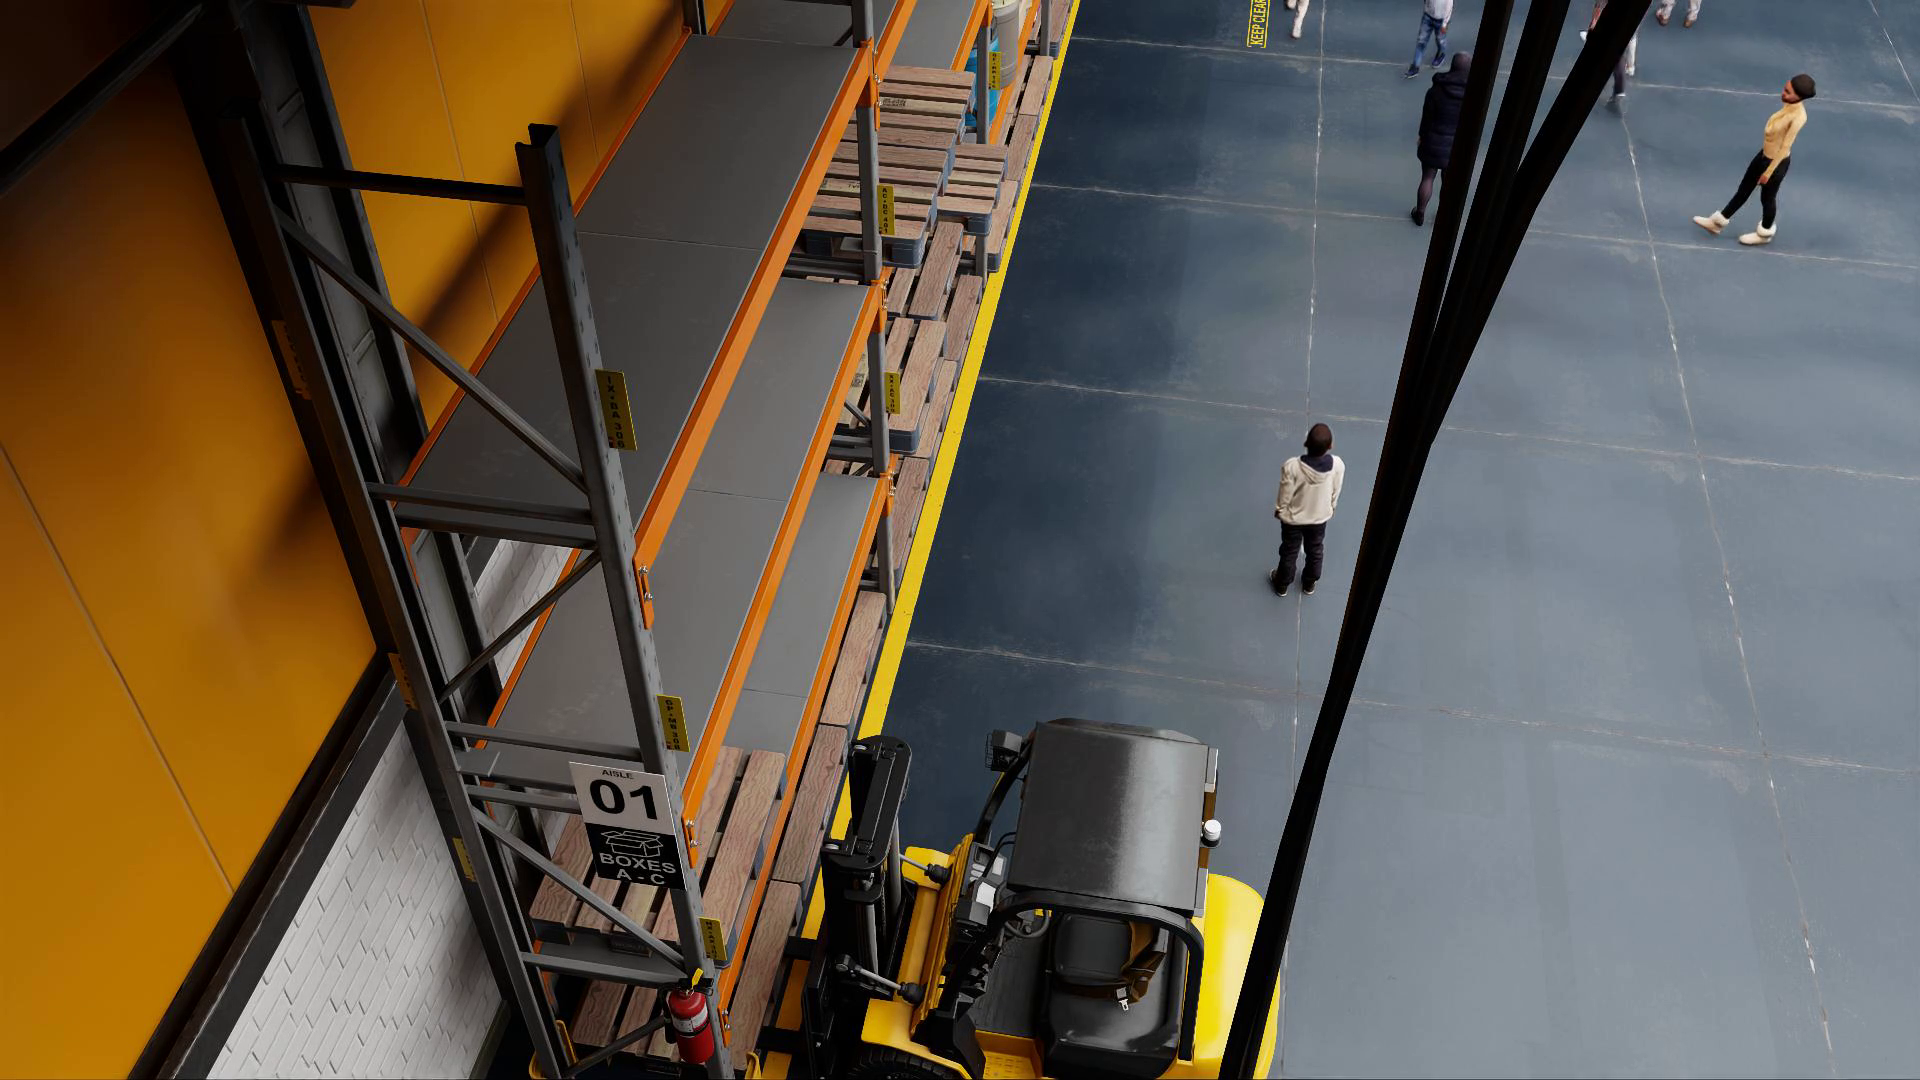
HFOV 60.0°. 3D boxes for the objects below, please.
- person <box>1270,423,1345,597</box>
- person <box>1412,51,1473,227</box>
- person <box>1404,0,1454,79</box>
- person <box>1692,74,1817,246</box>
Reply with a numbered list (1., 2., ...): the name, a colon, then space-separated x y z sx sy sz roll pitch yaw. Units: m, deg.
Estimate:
1. person: 2.367 -0.193 11.360 0.612 1.454 0.564 -1 44 -1
2. person: 4.295 -3.546 14.720 0.652 1.674 0.617 6 44 6
3. person: 4.903 -5.368 16.948 0.734 1.239 0.930 29 51 27
4. person: 7.147 -3.287 14.470 0.718 1.643 0.879 5 44 5
